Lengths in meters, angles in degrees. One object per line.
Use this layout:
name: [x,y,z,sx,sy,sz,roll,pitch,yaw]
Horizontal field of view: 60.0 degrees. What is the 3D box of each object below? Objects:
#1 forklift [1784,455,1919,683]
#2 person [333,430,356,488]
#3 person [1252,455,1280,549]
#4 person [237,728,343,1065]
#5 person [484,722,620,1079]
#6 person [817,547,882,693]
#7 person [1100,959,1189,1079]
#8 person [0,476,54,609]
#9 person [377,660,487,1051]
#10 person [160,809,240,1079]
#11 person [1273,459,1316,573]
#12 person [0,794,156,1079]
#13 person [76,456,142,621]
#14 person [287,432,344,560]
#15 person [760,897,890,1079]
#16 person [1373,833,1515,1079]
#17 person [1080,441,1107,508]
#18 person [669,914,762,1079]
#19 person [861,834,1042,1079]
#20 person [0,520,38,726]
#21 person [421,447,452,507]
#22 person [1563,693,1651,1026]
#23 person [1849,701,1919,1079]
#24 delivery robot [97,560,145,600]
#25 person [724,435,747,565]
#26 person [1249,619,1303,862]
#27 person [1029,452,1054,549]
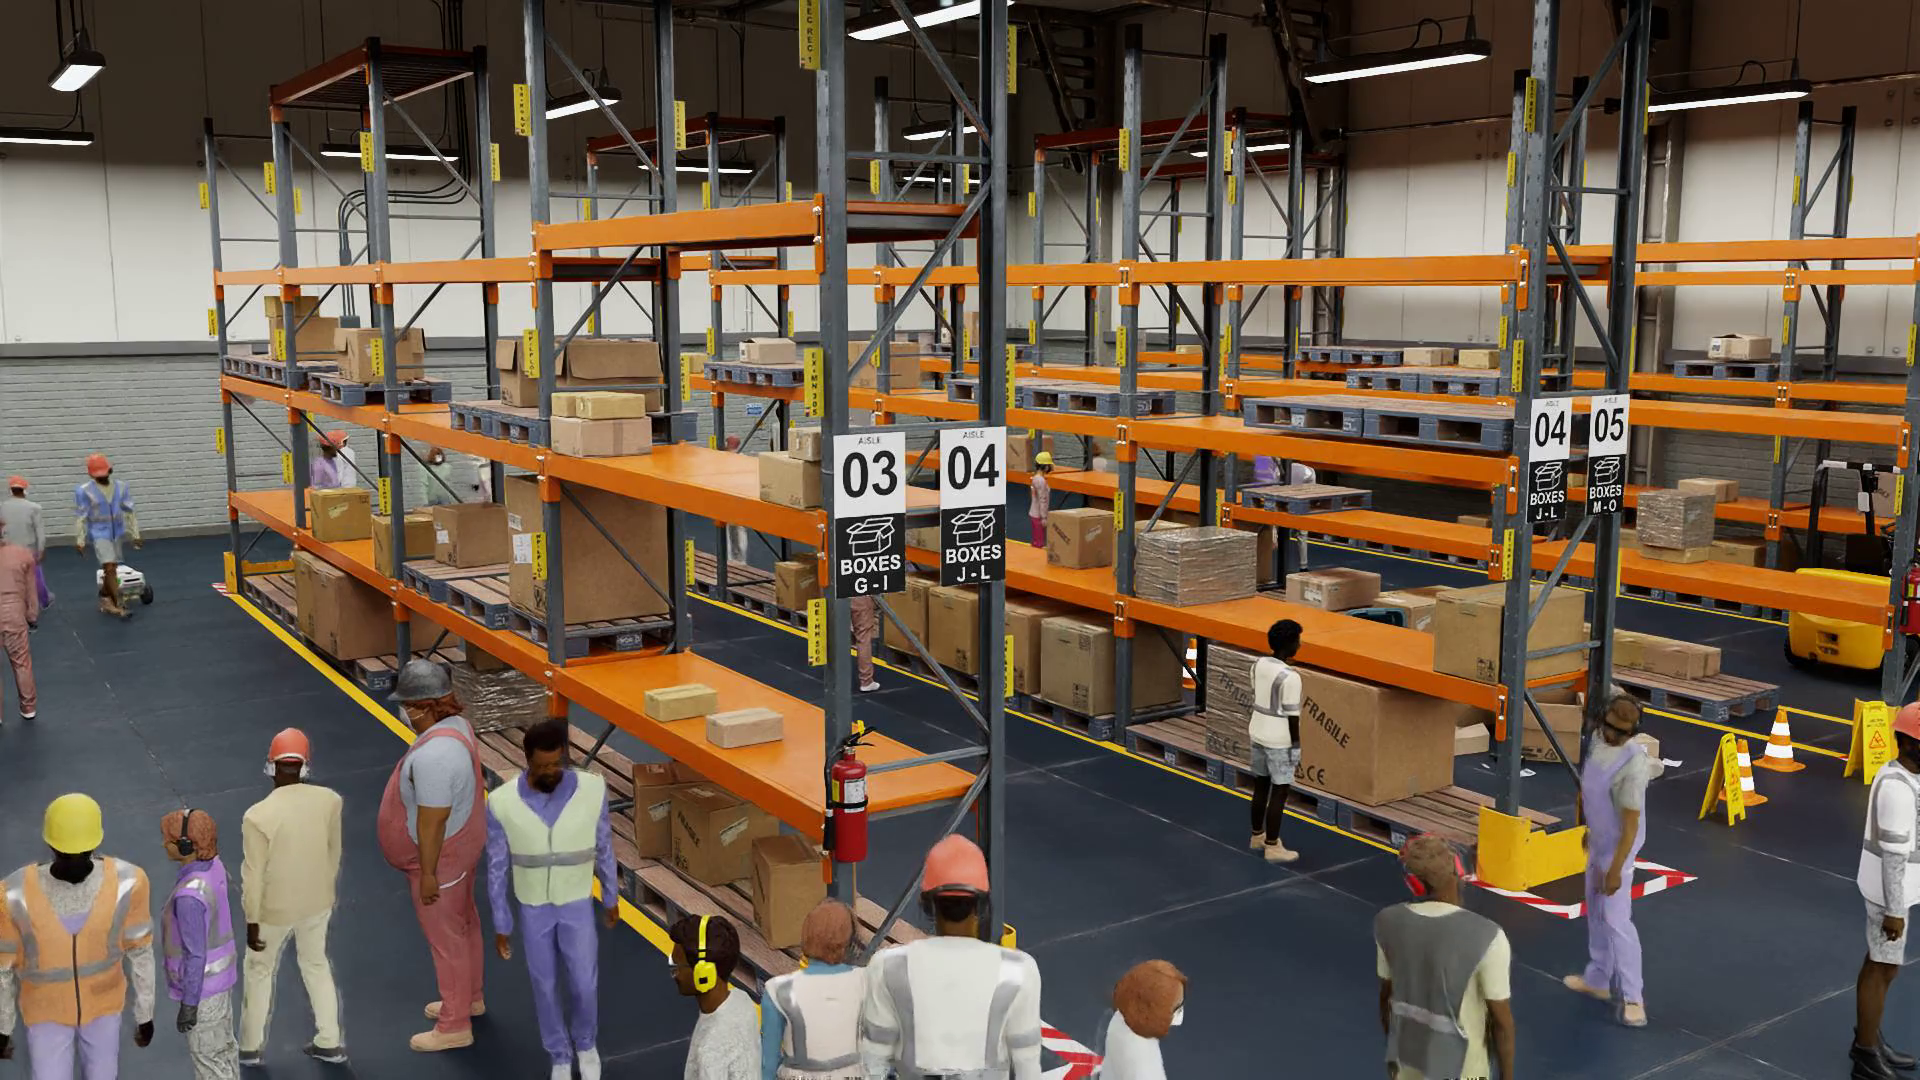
forklift: [9.643,0.253,17.172,2.313,2.155,1.214,-6,10,-33]
person: [-9.664,-0.859,26.068,0.349,1.743,0.563,0,9,1]
person: [4.745,-0.773,25.346,0.593,1.806,0.634,-6,11,-37]
person: [-3.438,1.804,8.422,0.650,1.713,0.605,5,10,31]
person: [-1.962,1.776,8.047,0.616,1.884,0.470,-2,9,-14]
person: [-1.059,0.543,16.215,0.662,1.907,0.402,2,9,12]
person: [0.548,2.240,5.950,0.597,1.594,0.553,-1,9,-8]
person: [-11.296,0.072,20.037,0.576,1.696,0.904,-2,9,-15]
person: [-2.750,1.605,8.673,0.536,2.000,0.683,-1,9,-7]
person: [-3.382,1.993,7.423,0.309,1.641,0.514,-2,9,-16]
person: [4.606,-0.432,22.934,0.602,1.829,0.404,2,9,13]
person: [-3.657,1.943,6.903,0.597,1.894,0.558,-6,10,-35]
person: [-10.082,-0.024,19.723,1.006,1.962,0.616,6,10,34]
person: [-8.779,-0.488,22.770,0.921,2.009,0.624,0,9,-1]
person: [-0.496,2.181,6.284,0.529,1.614,0.584,-3,9,-19]
person: [1.835,2.056,6.460,0.383,1.810,0.675,-6,11,-36]
person: [2.017,-0.725,25.627,0.498,1.598,0.828,-5,10,-32]
person: [-0.809,2.159,5.607,0.328,1.861,0.500,0,9,0]
person: [-0.028,2.038,5.848,0.626,2.021,0.477,0,9,1]
person: [-8.687,0.720,15.022,0.404,1.904,0.652,7,11,40]
person: [-7.812,-0.604,24.868,0.519,1.584,0.857,-7,11,-41]
person: [3.518,1.680,8.996,0.335,1.805,0.648,0,9,-2]
person: [4.644,1.731,8.206,0.385,1.929,0.547,5,10,30]
delivery robot: [-10.449,0.492,20.699,0.707,0.478,0.477,8,11,42]
person: [-3.203,-0.556,23.658,0.506,1.863,0.684,6,11,36]
person: [2.172,1.371,11.409,0.325,1.685,0.540,-3,9,-20]
person: [1.099,-0.309,22.365,0.337,1.757,0.518,0,9,-2]
